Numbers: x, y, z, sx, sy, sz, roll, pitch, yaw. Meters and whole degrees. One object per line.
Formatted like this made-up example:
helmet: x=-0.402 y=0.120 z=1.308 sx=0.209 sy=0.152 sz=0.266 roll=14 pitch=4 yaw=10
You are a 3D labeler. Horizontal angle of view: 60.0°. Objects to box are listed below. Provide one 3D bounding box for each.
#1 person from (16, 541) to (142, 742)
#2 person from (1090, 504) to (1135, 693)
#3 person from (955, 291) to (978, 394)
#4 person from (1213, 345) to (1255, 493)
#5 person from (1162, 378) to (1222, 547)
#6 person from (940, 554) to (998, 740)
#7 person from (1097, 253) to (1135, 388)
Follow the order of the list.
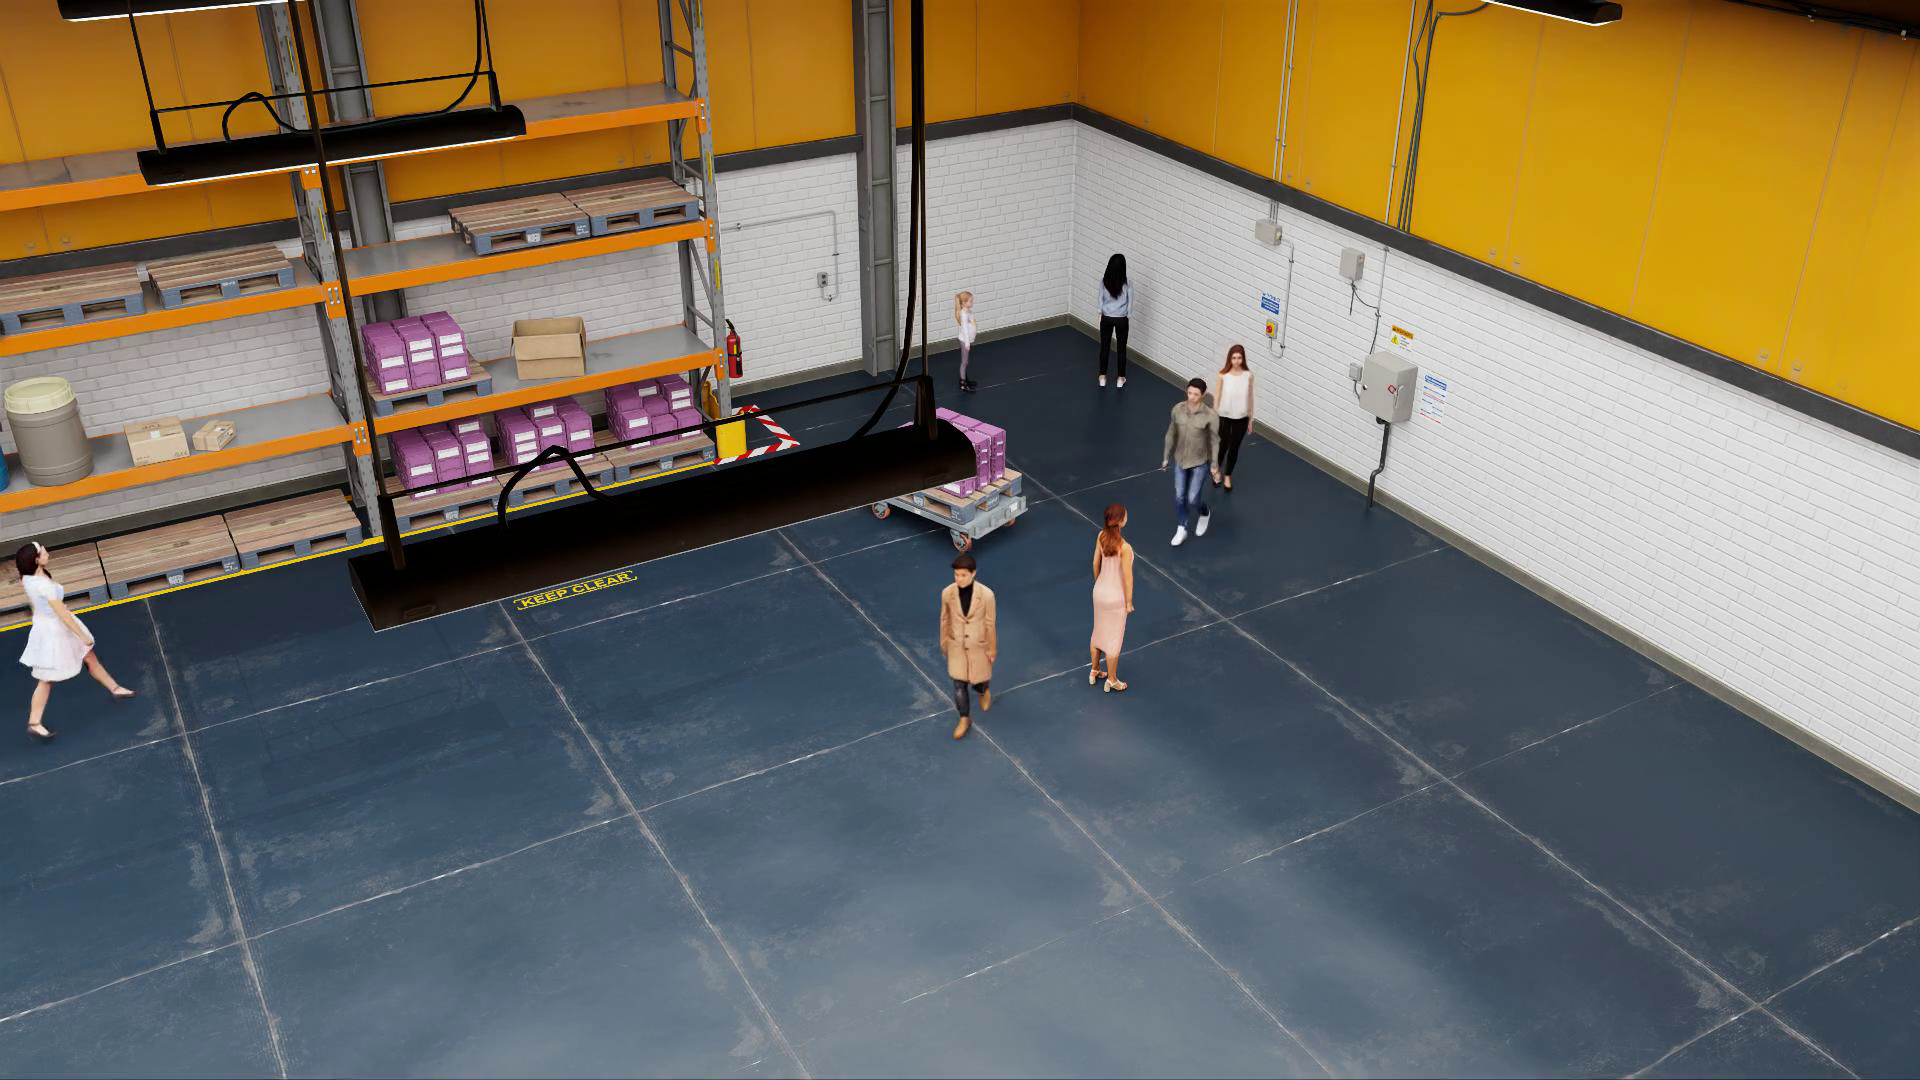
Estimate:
person: x=-7.696 y=0.903 z=14.001 sx=1.260 sy=1.757 sz=0.838 roll=-24 pitch=37 yaw=-37
person: x=1.324 y=0.500 z=14.663 sx=0.555 sy=1.831 sz=0.622 roll=-21 pitch=35 yaw=-33
person: x=0.069 y=-2.491 z=20.722 sx=0.626 sy=1.279 sz=0.580 roll=2 pitch=29 yaw=4
person: x=2.970 y=-1.366 z=18.209 sx=0.637 sy=1.712 sz=0.734 roll=0 pitch=29 yaw=-1
person: x=2.436 y=-0.842 z=17.102 sx=0.867 sy=1.850 sz=0.913 roll=21 pitch=35 yaw=33
person: x=0.103 y=0.852 z=14.146 sx=0.930 sy=1.710 sz=0.990 roll=8 pitch=30 yaw=13
person: x=1.930 y=-2.741 z=20.732 sx=0.665 sy=1.709 sz=0.738 roll=5 pitch=29 yaw=9
